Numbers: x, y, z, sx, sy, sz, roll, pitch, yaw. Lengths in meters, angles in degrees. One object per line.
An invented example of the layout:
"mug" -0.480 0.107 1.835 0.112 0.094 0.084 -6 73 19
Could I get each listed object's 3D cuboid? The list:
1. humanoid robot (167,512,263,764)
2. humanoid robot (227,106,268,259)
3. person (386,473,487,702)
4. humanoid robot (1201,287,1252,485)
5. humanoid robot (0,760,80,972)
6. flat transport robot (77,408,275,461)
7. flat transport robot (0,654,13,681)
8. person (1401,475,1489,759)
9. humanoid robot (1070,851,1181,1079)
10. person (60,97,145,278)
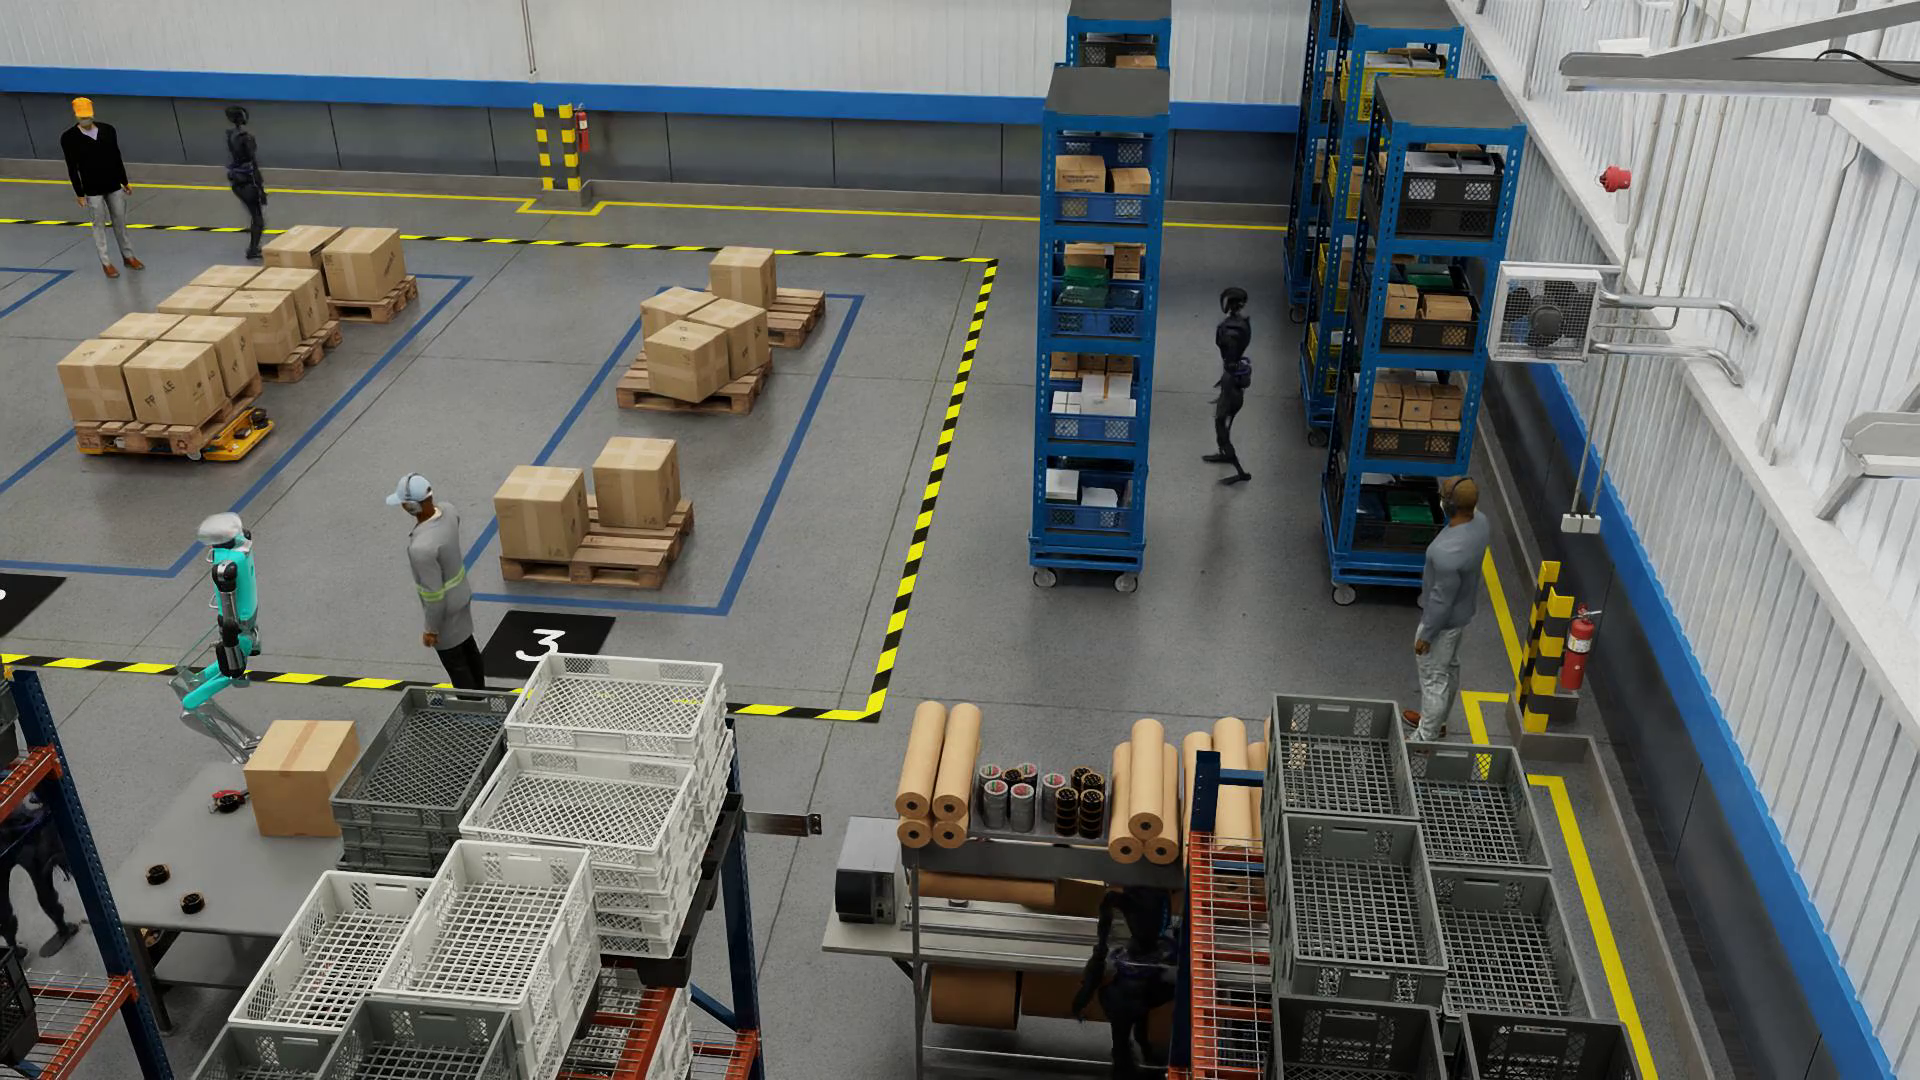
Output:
"humanoid robot" -4.512 0.627 10.004 0.735 1.677 0.533 -5 31 -9
"humanoid robot" -7.691 -3.836 17.872 0.391 1.645 0.587 -26 39 -37
"person" -3.264 0.400 10.417 0.400 1.847 0.587 0 30 1
"humanoid robot" 2.227 -1.270 13.459 0.388 1.637 0.608 3 30 5
"humanoid robot" -4.915 1.570 8.597 0.611 1.631 0.544 0 30 0
"flat transport robot" -6.728 -0.944 14.268 1.431 0.197 0.652 3 30 6
"flat transport robot" -7.142 0.969 11.010 1.431 0.231 0.659 3 30 6
"person" 2.959 0.468 10.212 0.369 1.937 0.632 17 34 27
"humanoid robot" 0.825 2.042 7.766 0.605 1.647 0.373 -16 34 -25
"person" -8.984 -3.702 17.428 0.382 1.880 0.588 20 36 31
